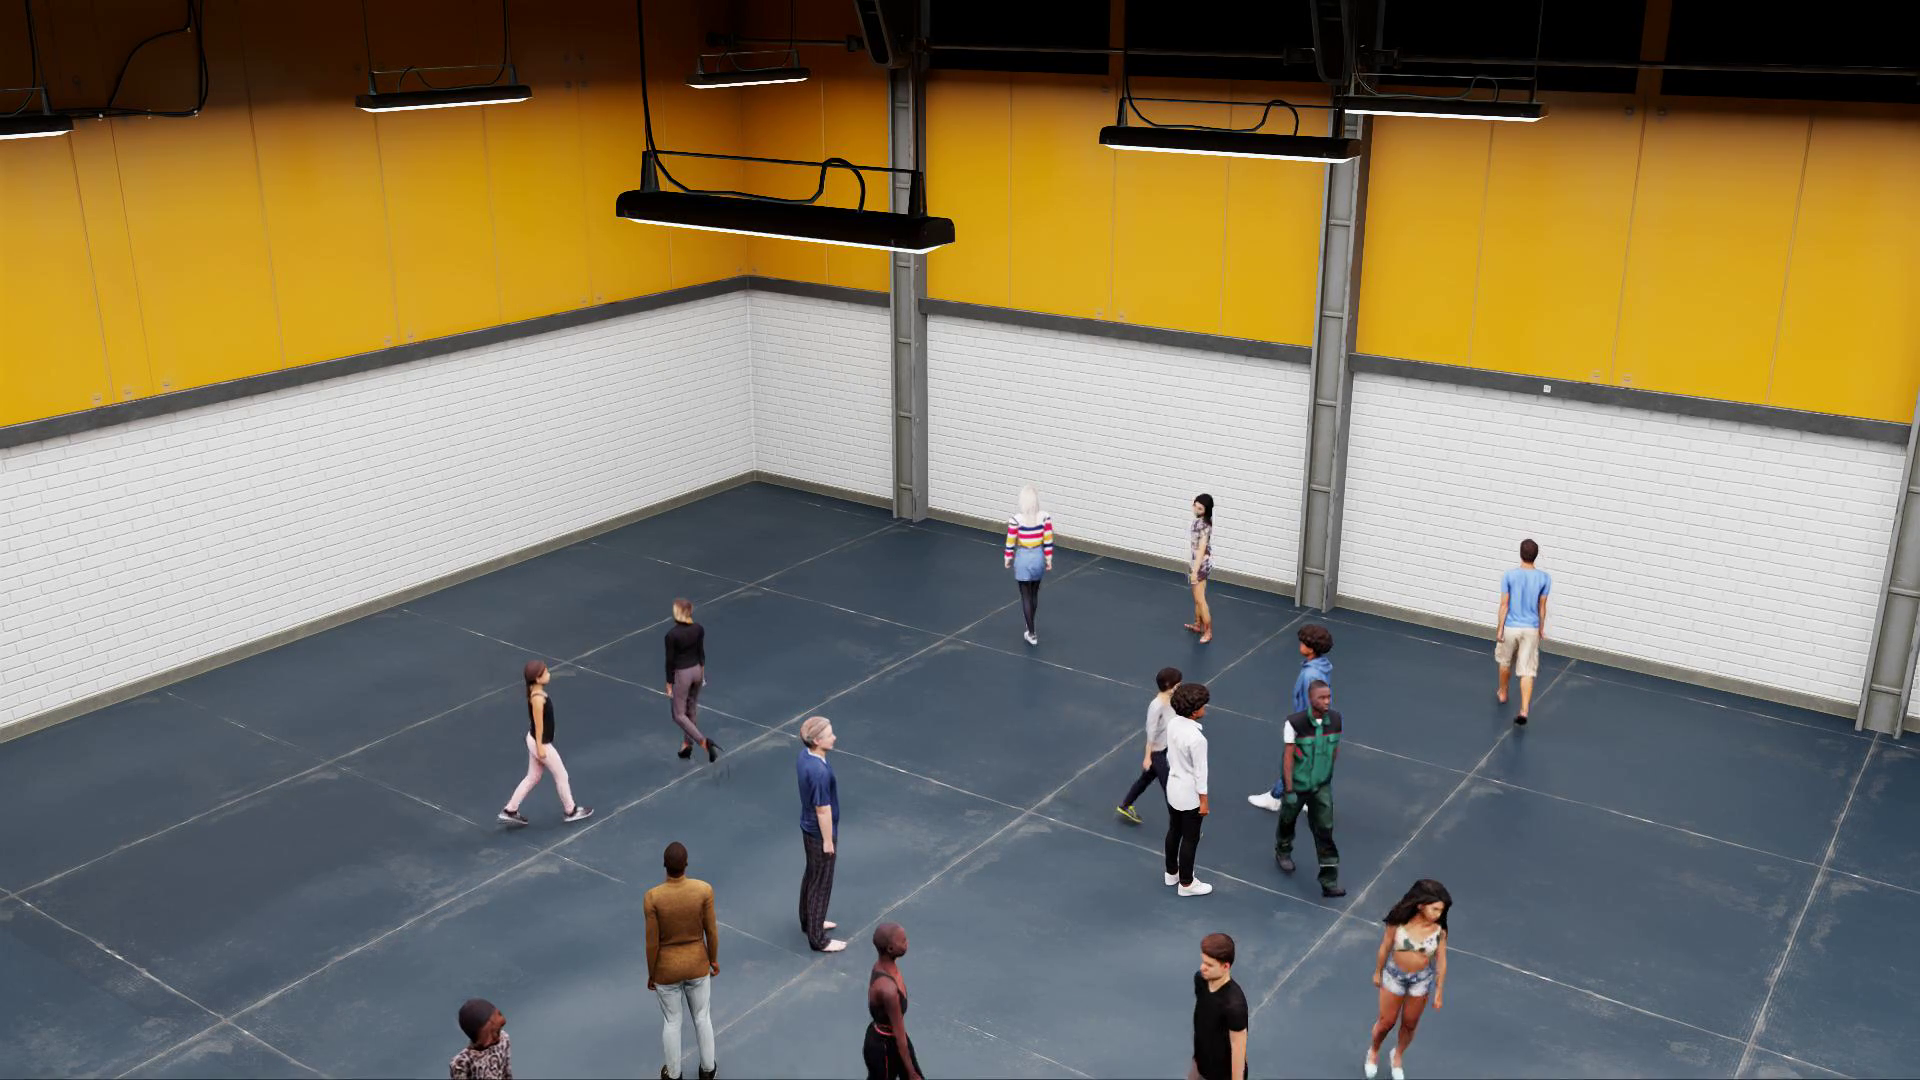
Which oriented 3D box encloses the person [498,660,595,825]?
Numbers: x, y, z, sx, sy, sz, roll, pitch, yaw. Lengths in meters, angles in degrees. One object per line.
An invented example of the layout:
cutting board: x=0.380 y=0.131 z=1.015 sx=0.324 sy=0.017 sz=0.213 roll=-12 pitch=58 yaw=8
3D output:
person: x=-3.700 y=1.789 z=14.405 sx=0.942 sy=1.534 sz=1.025 roll=-8 pitch=20 yaw=-23

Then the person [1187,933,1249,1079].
person: x=1.631 y=3.141 z=9.914 sx=1.055 sy=1.836 sz=1.078 roll=-7 pitch=20 yaw=-19

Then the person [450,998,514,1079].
person: x=-2.687 y=3.353 z=9.482 sx=0.567 sy=1.710 sz=0.569 roll=12 pitch=22 yaw=31

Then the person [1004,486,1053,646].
person: x=0.783 y=0.294 z=18.454 sx=0.999 sy=1.781 sz=1.074 roll=-4 pitch=19 yaw=-11

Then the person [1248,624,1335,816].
person: x=3.149 y=1.615 z=14.527 sx=1.011 sy=1.785 sz=0.781 roll=8 pitch=20 yaw=23

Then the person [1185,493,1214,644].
person: x=2.693 y=0.258 z=18.655 sx=0.771 sy=1.722 sz=0.782 roll=5 pitch=19 yaw=15

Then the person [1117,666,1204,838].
person: x=1.659 y=1.812 z=14.376 sx=1.070 sy=1.506 sz=0.608 roll=11 pitch=22 yaw=30

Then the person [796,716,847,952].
person: x=-1.073 y=2.205 z=12.639 sx=0.794 sy=1.871 sz=0.706 roll=-5 pitch=19 yaw=-15

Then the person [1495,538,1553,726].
person: x=5.579 y=0.921 z=16.497 sx=1.238 sy=1.842 sz=1.013 roll=4 pitch=19 yaw=12

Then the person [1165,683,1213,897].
person: x=1.826 y=1.989 z=13.376 sx=0.789 sy=1.810 sz=0.686 roll=-8 pitch=20 yaw=-22

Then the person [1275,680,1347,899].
person: x=2.767 y=1.961 z=13.514 sx=1.181 sy=1.776 sz=1.275 roll=-4 pitch=19 yaw=-12

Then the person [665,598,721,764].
person: x=-2.499 y=1.358 z=15.489 sx=0.916 sy=1.658 sz=0.653 roll=16 pitch=24 yaw=39

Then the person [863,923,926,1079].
person: x=-0.550 y=3.126 z=10.114 sx=0.963 sy=1.737 sz=0.864 roll=1 pitch=19 yaw=2

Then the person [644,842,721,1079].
person: x=-1.827 y=2.805 z=10.944 sx=0.721 sy=1.817 sz=0.749 roll=-6 pitch=19 yaw=-17

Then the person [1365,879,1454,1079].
person: x=2.931 y=2.911 z=10.998 sx=0.664 sy=1.580 sz=0.752 roll=7 pitch=20 yaw=19
